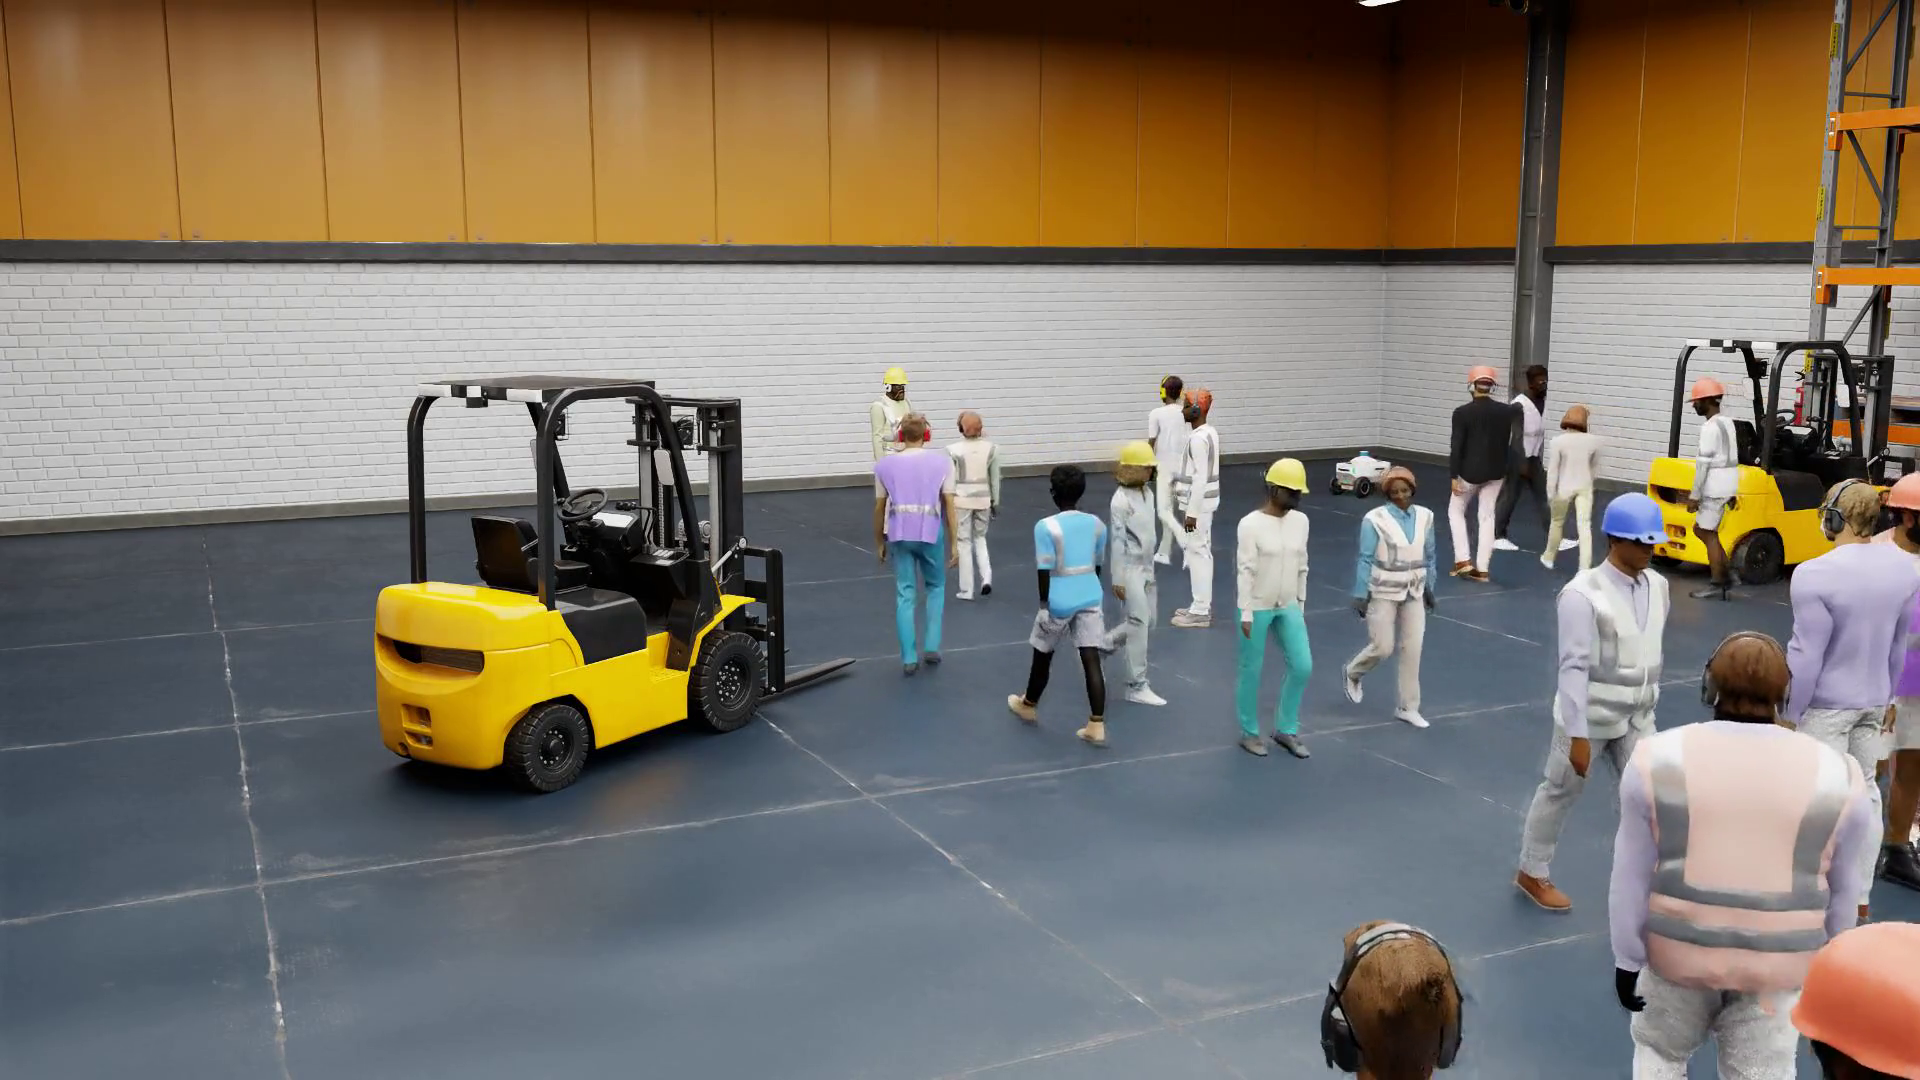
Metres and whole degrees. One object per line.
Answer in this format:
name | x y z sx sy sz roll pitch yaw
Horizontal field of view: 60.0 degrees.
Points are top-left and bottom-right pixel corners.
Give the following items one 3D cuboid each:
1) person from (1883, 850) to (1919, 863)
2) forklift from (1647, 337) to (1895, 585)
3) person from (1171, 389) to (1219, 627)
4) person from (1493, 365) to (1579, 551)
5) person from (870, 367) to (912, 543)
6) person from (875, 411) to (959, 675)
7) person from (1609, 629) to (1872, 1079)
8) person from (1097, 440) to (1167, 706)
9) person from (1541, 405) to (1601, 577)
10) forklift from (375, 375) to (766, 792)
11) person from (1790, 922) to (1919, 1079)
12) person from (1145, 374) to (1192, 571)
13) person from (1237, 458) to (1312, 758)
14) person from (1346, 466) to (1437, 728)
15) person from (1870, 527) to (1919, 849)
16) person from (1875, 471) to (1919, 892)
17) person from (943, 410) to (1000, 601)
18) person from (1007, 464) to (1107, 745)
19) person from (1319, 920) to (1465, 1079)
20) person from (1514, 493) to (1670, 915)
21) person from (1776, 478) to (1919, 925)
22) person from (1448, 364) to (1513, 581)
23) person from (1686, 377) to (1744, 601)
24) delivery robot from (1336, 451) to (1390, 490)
person | 4.608 0.669 7.437 0.672 1.879 0.650 8 12 40
forklift | 7.551 -0.789 15.507 2.313 2.155 1.214 -4 10 -25
person | 1.873 -0.257 13.162 0.347 1.882 0.584 2 9 15
person | 5.720 -0.793 16.486 0.613 1.874 0.932 -8 12 -40
person | -0.679 -0.880 17.227 0.403 1.825 0.592 6 11 32
person | -0.301 0.014 11.663 0.604 1.816 0.636 1 9 6
person | 2.120 1.153 4.593 0.623 1.830 0.441 4 10 22
person | 1.081 0.200 10.811 0.579 1.722 0.494 5 11 30
person | 5.640 -0.451 15.321 0.497 1.574 0.917 0 9 1
forklift | -2.268 0.149 9.685 1.214 2.155 2.313 6 11 32
person | 1.297 1.464 2.503 0.557 1.886 1.014 -4 10 -24
person | 2.020 -0.636 15.671 0.521 1.840 0.802 -6 11 -31
person | 1.805 0.402 9.514 0.540 1.741 0.564 -4 10 -24
person | 2.665 0.329 10.328 0.536 1.617 0.574 -4 10 -22
person | 4.486 0.624 7.753 0.671 1.857 0.936 6 11 35
person | 4.167 0.623 7.607 0.545 1.918 0.749 -7 11 -36
person | 0.071 -0.286 14.149 0.522 1.629 0.374 -4 10 -26
person | 0.629 0.365 10.012 0.542 1.640 0.886 -5 11 -30
person | 0.704 1.490 2.634 0.527 1.796 0.979 -2 9 -11
person | 2.728 0.741 6.935 0.632 1.887 1.053 -4 10 -24
person | 3.714 0.702 7.044 0.636 1.939 0.364 -4 10 -22
person | 4.696 -0.605 15.090 0.612 1.964 0.491 -1 9 -7
person | 6.383 -0.425 14.161 0.473 1.906 0.548 7 11 36
delivery robot | 5.038 -0.868 20.778 0.707 0.478 0.477 -6 11 -34
